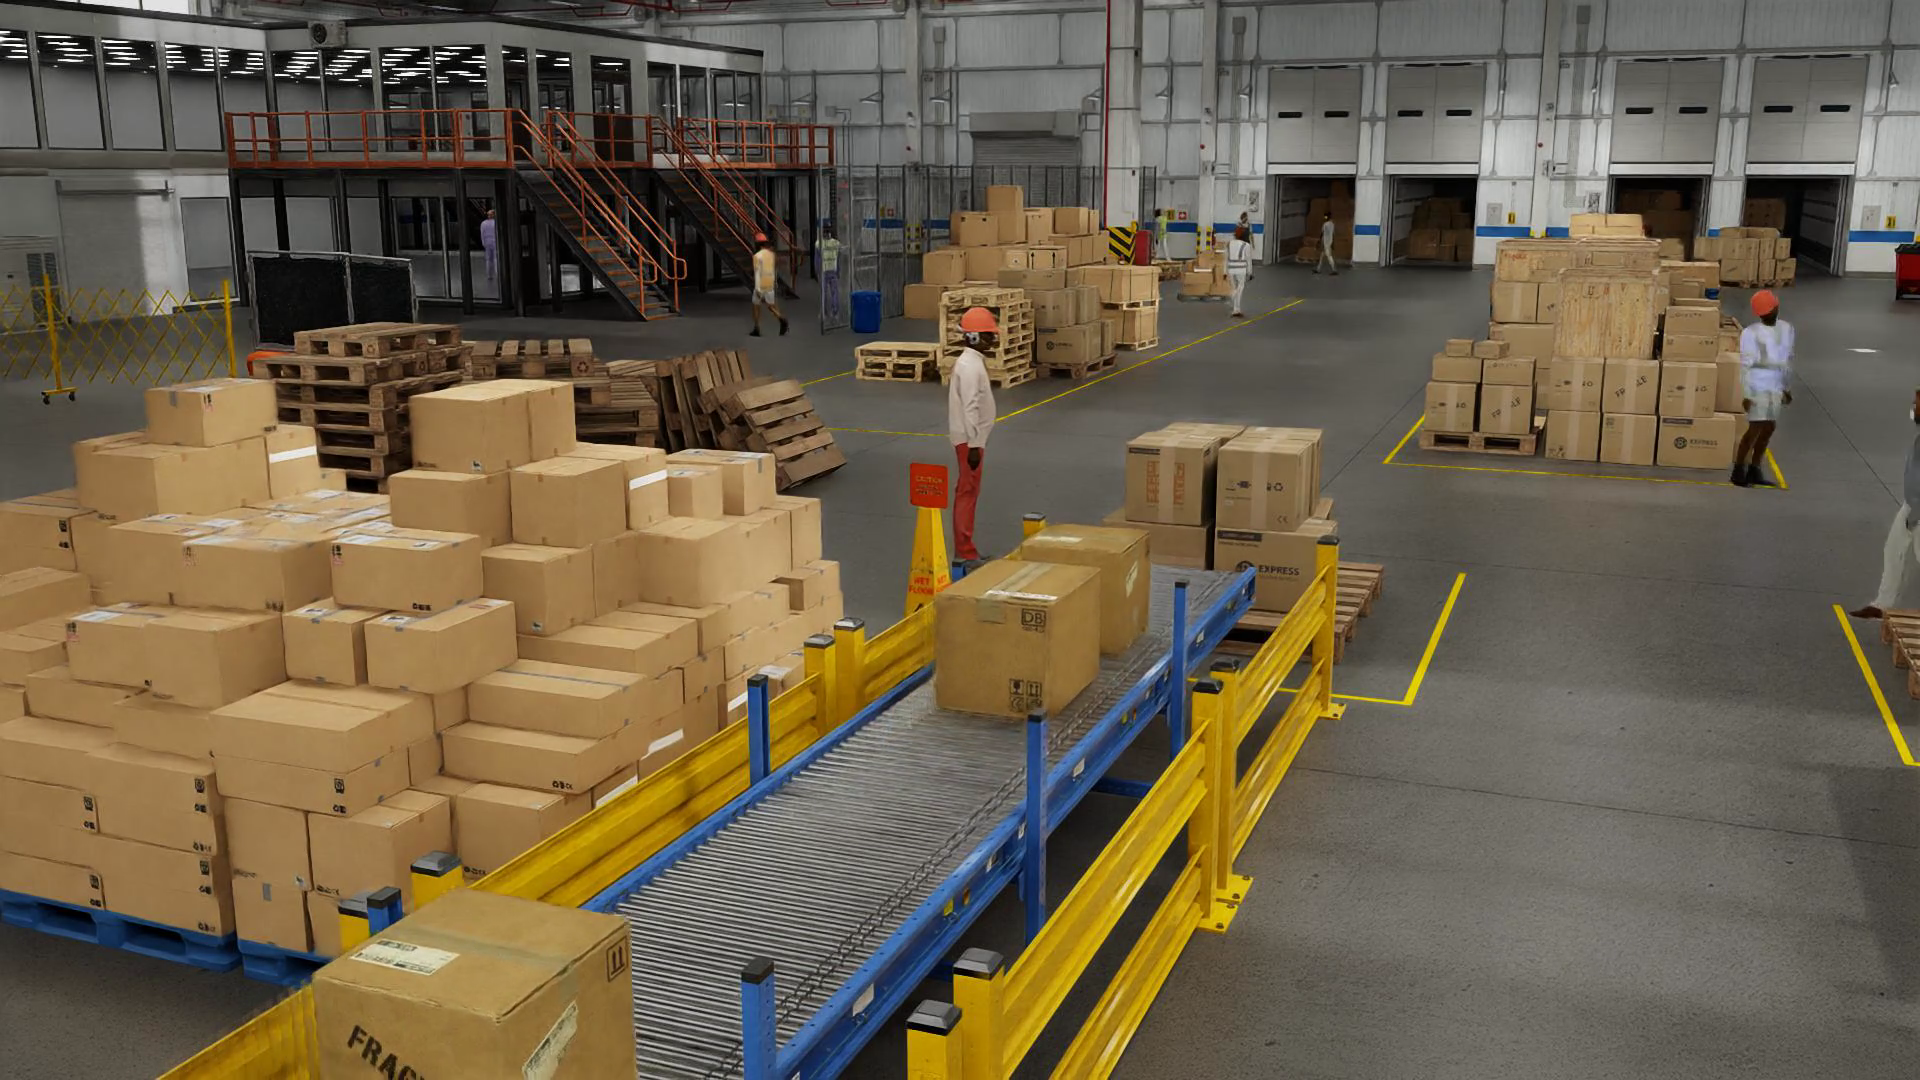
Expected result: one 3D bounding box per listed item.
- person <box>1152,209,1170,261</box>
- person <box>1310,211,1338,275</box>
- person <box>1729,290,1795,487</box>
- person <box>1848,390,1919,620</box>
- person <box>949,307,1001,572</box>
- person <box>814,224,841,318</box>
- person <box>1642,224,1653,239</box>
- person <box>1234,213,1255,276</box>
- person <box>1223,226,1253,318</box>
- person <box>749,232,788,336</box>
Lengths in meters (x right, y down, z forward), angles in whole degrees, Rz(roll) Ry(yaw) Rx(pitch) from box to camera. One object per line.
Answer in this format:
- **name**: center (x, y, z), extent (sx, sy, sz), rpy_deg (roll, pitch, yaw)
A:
- **person**: center (6.235, -9.467, 52.151), extent (0.975, 1.782, 0.735), rpy_deg (10, 16, 39)
- **person**: center (10.539, -8.526, 47.835), extent (0.980, 1.823, 0.512), rpy_deg (10, 16, 38)
- **person**: center (7.680, -1.435, 15.916), extent (0.586, 1.900, 0.365), rpy_deg (-5, 13, -20)
- **person**: center (6.419, -0.213, 11.003), extent (0.738, 1.609, 0.499), rpy_deg (4, 13, 17)
- **person**: center (0.111, -0.762, 12.607), extent (0.393, 1.995, 0.612), rpy_deg (0, 13, 0)
- **person**: center (-2.709, -5.496, 34.047), extent (0.591, 1.910, 0.388), rpy_deg (-7, 14, -29)
- **person**: center (14.705, -5.898, 35.942), extent (0.769, 1.863, 0.577), rpy_deg (-10, 16, -39)
- **person**: center (8.098, -8.434, 47.481), extent (0.535, 1.800, 0.962), rpy_deg (-2, 13, -11)
- **person**: center (5.736, -5.489, 34.079), extent (0.620, 1.866, 0.518), rpy_deg (11, 16, 39)
- **person**: center (-3.488, -4.614, 30.106), extent (0.808, 1.907, 0.536), rpy_deg (12, 17, 43)
